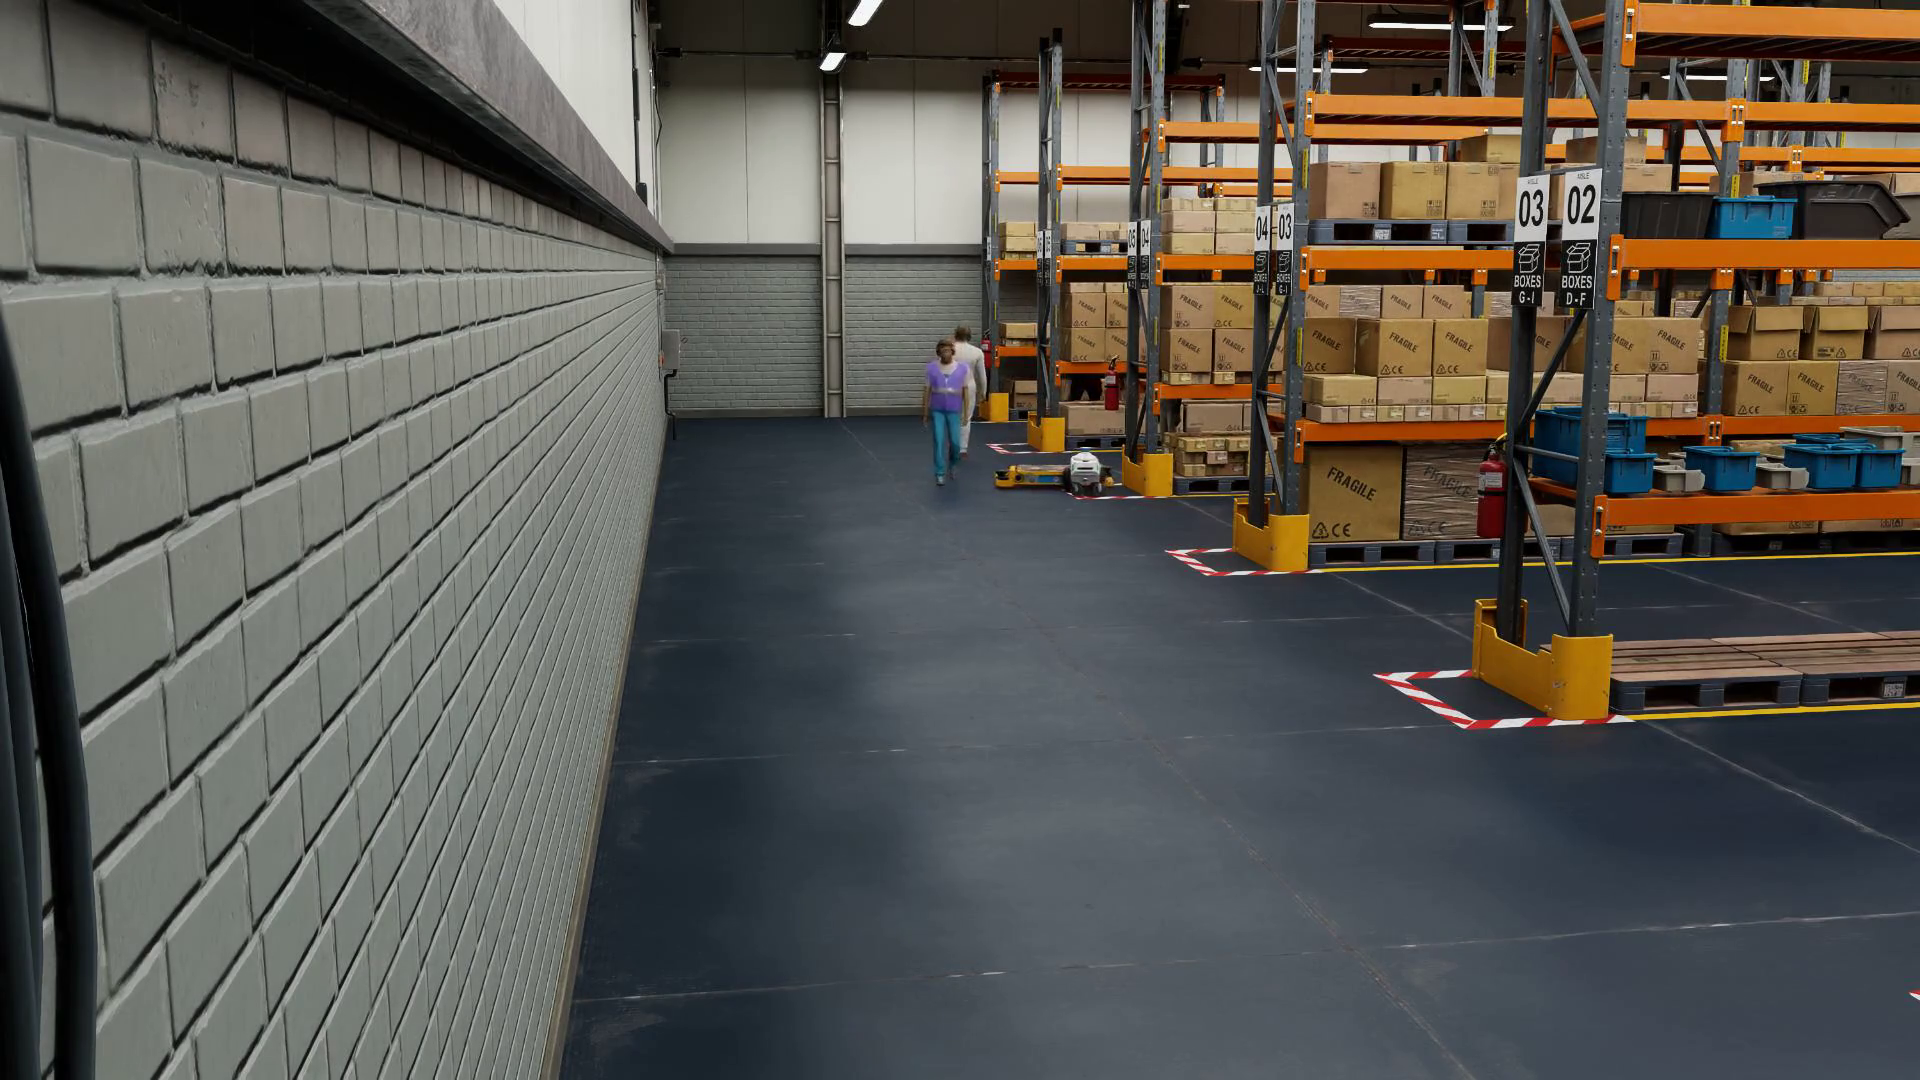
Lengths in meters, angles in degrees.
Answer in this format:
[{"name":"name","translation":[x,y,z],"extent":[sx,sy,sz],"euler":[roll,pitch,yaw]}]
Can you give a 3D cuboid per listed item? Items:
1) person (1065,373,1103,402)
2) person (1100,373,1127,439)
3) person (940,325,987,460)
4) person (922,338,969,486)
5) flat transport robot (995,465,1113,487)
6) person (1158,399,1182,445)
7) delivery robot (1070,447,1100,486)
[{"name":"person","translation":[1.960,-2.681,26.682],"extent":[0.995,2.000,0.695],"euler":[-7,11,-36]},{"name":"person","translation":[2.442,-2.568,26.169],"extent":[0.432,1.977,0.650],"euler":[-3,10,-16]},{"name":"person","translation":[0.052,-2.097,23.580],"extent":[0.656,1.881,1.041],"euler":[2,9,10]},{"name":"person","translation":[-0.178,-1.586,20.587],"extent":[0.588,1.827,0.451],"euler":[0,9,-1]},{"name":"flat transport robot","translation":[1.163,-0.793,20.479],"extent":[1.431,0.197,0.652],"euler":[1,9,3]},{"name":"person","translation":[2.579,-1.613,20.665],"extent":[0.333,1.860,0.509],"euler":[-4,10,-25]},{"name":"delivery robot","translation":[1.482,-0.861,19.739],"extent":[0.477,0.478,0.707],"euler":[0,9,3]}]
